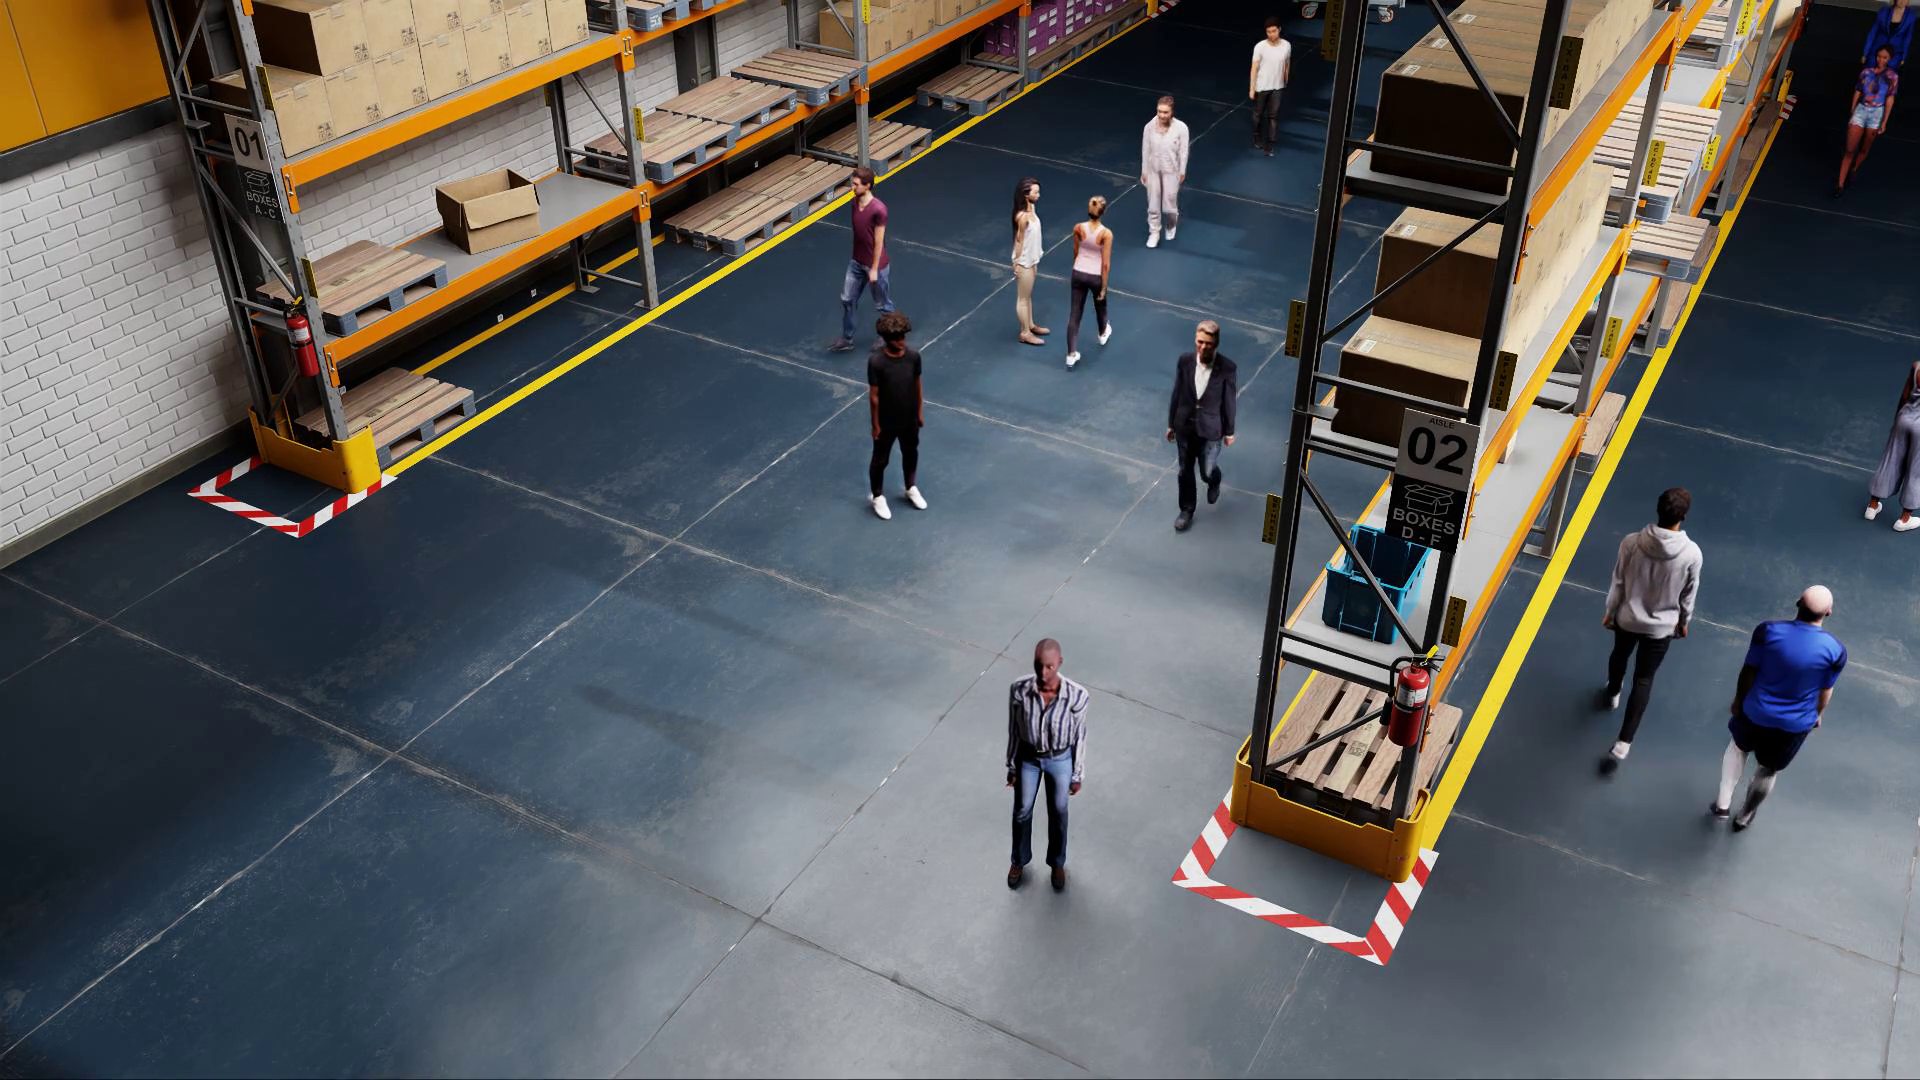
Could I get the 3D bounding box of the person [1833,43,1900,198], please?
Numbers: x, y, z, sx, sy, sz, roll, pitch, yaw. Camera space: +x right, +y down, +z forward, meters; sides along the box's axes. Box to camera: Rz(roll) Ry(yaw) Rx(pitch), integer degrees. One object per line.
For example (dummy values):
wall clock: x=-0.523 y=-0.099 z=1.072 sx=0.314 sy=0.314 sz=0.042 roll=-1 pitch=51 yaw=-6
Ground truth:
person: x=10.424 y=-4.821 z=19.083 sx=0.588 sy=1.697 sz=1.126 roll=18 pitch=38 yaw=25

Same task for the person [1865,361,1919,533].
person: x=7.570 y=-0.870 z=13.137 sx=0.642 sy=1.699 sz=0.651 roll=-22 pitch=40 yaw=-30

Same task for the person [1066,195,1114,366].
person: x=1.168 y=-2.390 z=15.508 sx=0.678 sy=1.605 sz=1.088 roll=12 pitch=35 yaw=17

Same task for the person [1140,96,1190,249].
person: x=2.195 y=-3.973 z=17.829 sx=0.691 sy=1.673 sz=0.750 roll=12 pitch=35 yaw=17

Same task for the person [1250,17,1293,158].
person: x=3.752 y=-5.549 z=20.193 sx=0.939 sy=1.681 sz=1.108 roll=-2 pitch=34 yaw=-4

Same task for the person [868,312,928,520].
person: x=-0.514 y=-1.025 z=13.297 sx=0.677 sy=1.779 sz=0.767 roll=-16 pitch=37 yaw=-22

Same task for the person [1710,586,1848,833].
person: x=4.929 y=1.088 z=10.074 sx=0.686 sy=1.829 sz=0.678 roll=20 pitch=38 yaw=27

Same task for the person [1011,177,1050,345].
person: x=0.614 y=-2.681 z=15.903 sx=0.677 sy=1.653 sz=0.617 roll=-6 pitch=34 yaw=-9

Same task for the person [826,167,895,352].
person: x=-0.775 y=-2.648 z=15.695 sx=0.999 sy=1.829 sz=0.819 roll=-28 pitch=43 yaw=-35

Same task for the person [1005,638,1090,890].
person: x=0.490 y=1.310 z=9.769 sx=0.687 sy=1.796 sz=0.658 roll=4 pitch=34 yaw=6

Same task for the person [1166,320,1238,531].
person: x=1.928 y=-0.958 z=13.179 sx=0.703 sy=1.799 sz=0.840 roll=15 pitch=36 yaw=21

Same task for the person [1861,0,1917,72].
person: x=11.734 y=-6.173 z=21.132 sx=0.654 sy=1.681 sz=0.717 roll=18 pitch=38 yaw=25

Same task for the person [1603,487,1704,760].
person: x=4.448 y=0.570 z=10.800 sx=0.702 sy=1.887 sz=1.252 roll=17 pitch=37 yaw=24
